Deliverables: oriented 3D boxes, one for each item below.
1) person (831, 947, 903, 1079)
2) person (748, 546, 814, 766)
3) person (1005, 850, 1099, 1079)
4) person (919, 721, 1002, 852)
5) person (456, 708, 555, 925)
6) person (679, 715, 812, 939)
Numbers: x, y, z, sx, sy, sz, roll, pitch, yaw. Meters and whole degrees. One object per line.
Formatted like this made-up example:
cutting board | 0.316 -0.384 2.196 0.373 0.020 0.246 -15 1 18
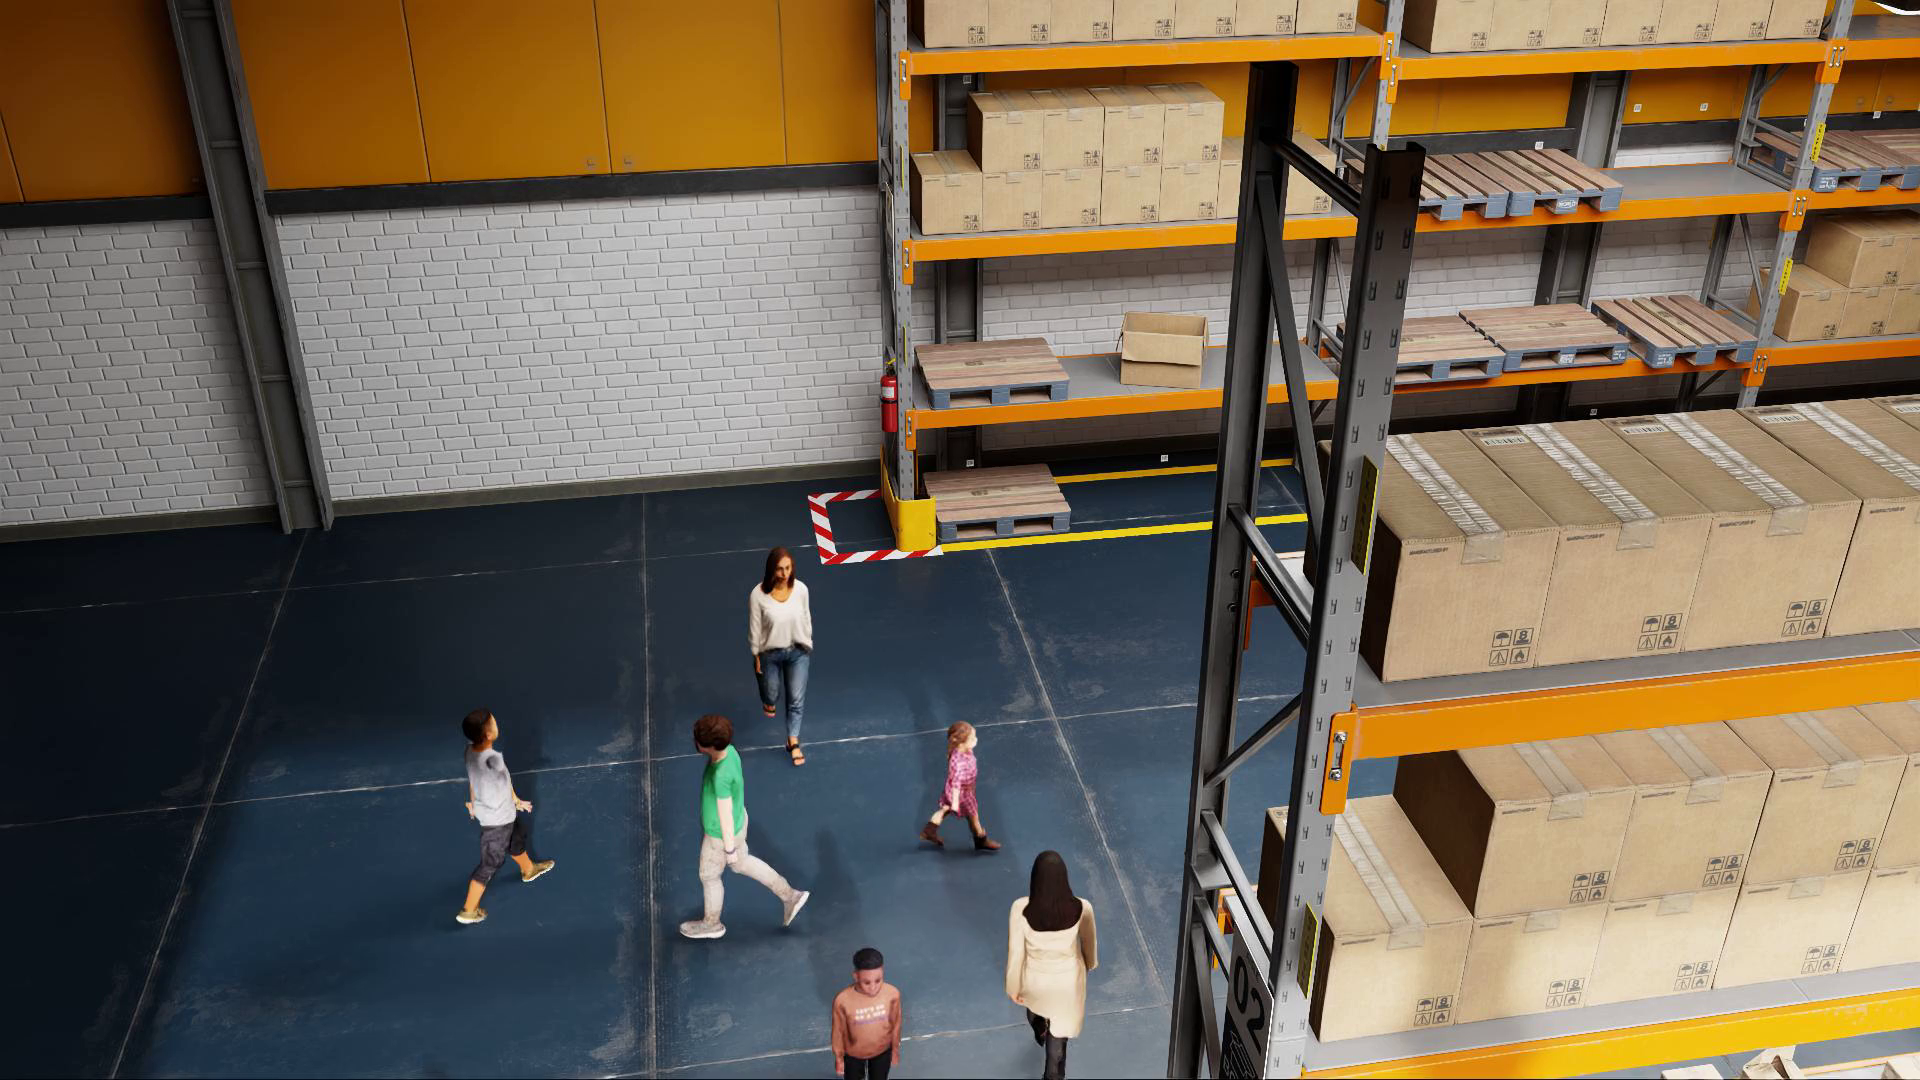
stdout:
person | -0.495 2.626 8.751 0.675 1.246 0.576 -5 29 -9
person | -1.276 0.763 11.726 0.822 1.668 0.718 -8 30 -15
person | 0.482 2.410 8.746 1.103 1.629 0.914 3 29 6
person | -0.051 1.611 10.857 0.792 1.010 0.522 1 29 1
person | -2.939 1.678 10.299 0.962 1.428 1.054 20 35 32
person | -1.321 1.727 9.996 1.084 1.631 0.699 0 29 0
